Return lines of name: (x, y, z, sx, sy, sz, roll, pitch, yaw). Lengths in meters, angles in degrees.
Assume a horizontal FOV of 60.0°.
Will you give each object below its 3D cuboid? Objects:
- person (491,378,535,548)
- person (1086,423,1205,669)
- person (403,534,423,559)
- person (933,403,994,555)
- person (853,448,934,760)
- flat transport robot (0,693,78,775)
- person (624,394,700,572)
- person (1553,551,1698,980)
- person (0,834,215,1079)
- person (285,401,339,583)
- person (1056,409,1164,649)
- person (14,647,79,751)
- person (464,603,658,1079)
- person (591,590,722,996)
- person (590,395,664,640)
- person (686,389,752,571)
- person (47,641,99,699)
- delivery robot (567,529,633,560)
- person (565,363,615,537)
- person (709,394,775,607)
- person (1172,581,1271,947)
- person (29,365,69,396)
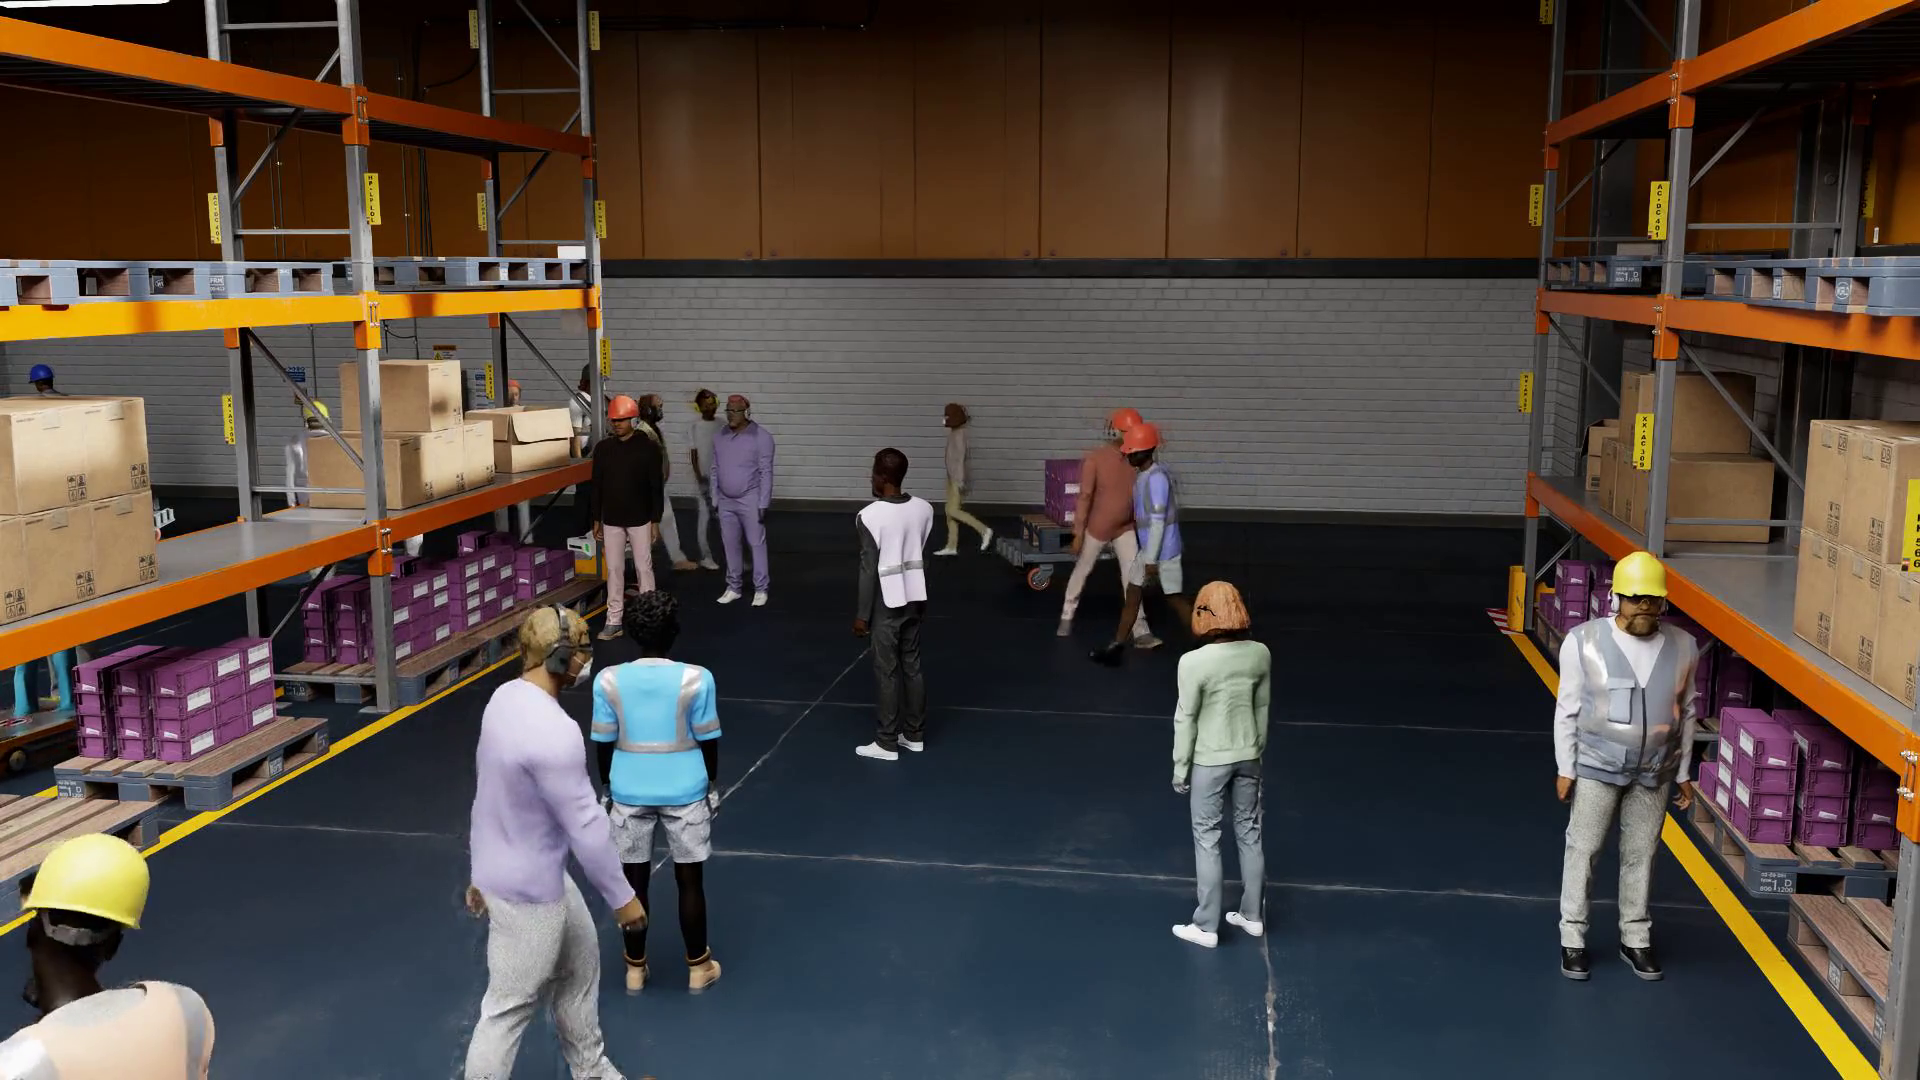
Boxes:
person: (-4.734, -0.776, 17.621, 0.596, 1.880, 0.531, -7, 12, -38)
person: (1.433, 0.059, 12.368, 1.010, 1.871, 0.578, -2, 9, -12)
person: (-5.460, -0.562, 16.320, 0.429, 1.846, 0.626, -4, 10, -22)
person: (0.025, -0.625, 17.418, 0.542, 1.622, 0.507, -1, 9, -9)
person: (-0.404, 0.391, 10.207, 0.392, 1.922, 0.592, 8, 12, 41)
flat transport robot: (-5.811, 1.200, 10.292, 0.652, 0.197, 1.431, 3, 10, 18)
person: (-3.138, -0.556, 16.487, 0.971, 1.795, 0.628, 1, 9, 6)
person: (2.806, 0.951, 7.016, 0.586, 1.835, 0.404, 0, 9, 2)
person: (-1.700, 1.542, 3.267, 0.390, 1.890, 0.660, 3, 10, 15)
person: (-5.958, -0.392, 15.528, 0.610, 1.782, 0.792, -3, 10, -15)
person: (1.171, -0.105, 13.316, 0.670, 1.921, 1.113, -4, 10, -26)
person: (-5.710, 0.404, 10.347, 0.563, 1.848, 0.389, -3, 10, -19)
person: (-1.333, 1.154, 5.587, 0.891, 1.894, 0.639, -4, 10, -26)
person: (-1.239, 1.045, 6.858, 0.532, 1.697, 0.322, 0, 9, 2)
person: (-2.693, -0.171, 13.443, 0.612, 1.995, 0.379, 2, 9, 10)
person: (-2.428, -0.573, 16.435, 0.493, 1.828, 0.810, -7, 11, -36)
person: (-5.927, 0.273, 10.936, 0.586, 1.920, 0.381, 3, 10, 20)
delivery robot: (-3.470, 0.052, 16.211, 0.477, 0.478, 0.707, 7, 11, 37)
person: (-3.849, -0.883, 17.693, 0.536, 2.000, 0.684, 4, 10, 25)
person: (-1.966, -0.351, 14.849, 0.645, 1.900, 0.398, 4, 10, 24)
person: (1.166, 0.992, 7.421, 0.498, 1.626, 0.289, -5, 11, -29)
person: (-10.256, -1.011, 18.800, 0.403, 1.938, 0.602, 1, 9, 8)
